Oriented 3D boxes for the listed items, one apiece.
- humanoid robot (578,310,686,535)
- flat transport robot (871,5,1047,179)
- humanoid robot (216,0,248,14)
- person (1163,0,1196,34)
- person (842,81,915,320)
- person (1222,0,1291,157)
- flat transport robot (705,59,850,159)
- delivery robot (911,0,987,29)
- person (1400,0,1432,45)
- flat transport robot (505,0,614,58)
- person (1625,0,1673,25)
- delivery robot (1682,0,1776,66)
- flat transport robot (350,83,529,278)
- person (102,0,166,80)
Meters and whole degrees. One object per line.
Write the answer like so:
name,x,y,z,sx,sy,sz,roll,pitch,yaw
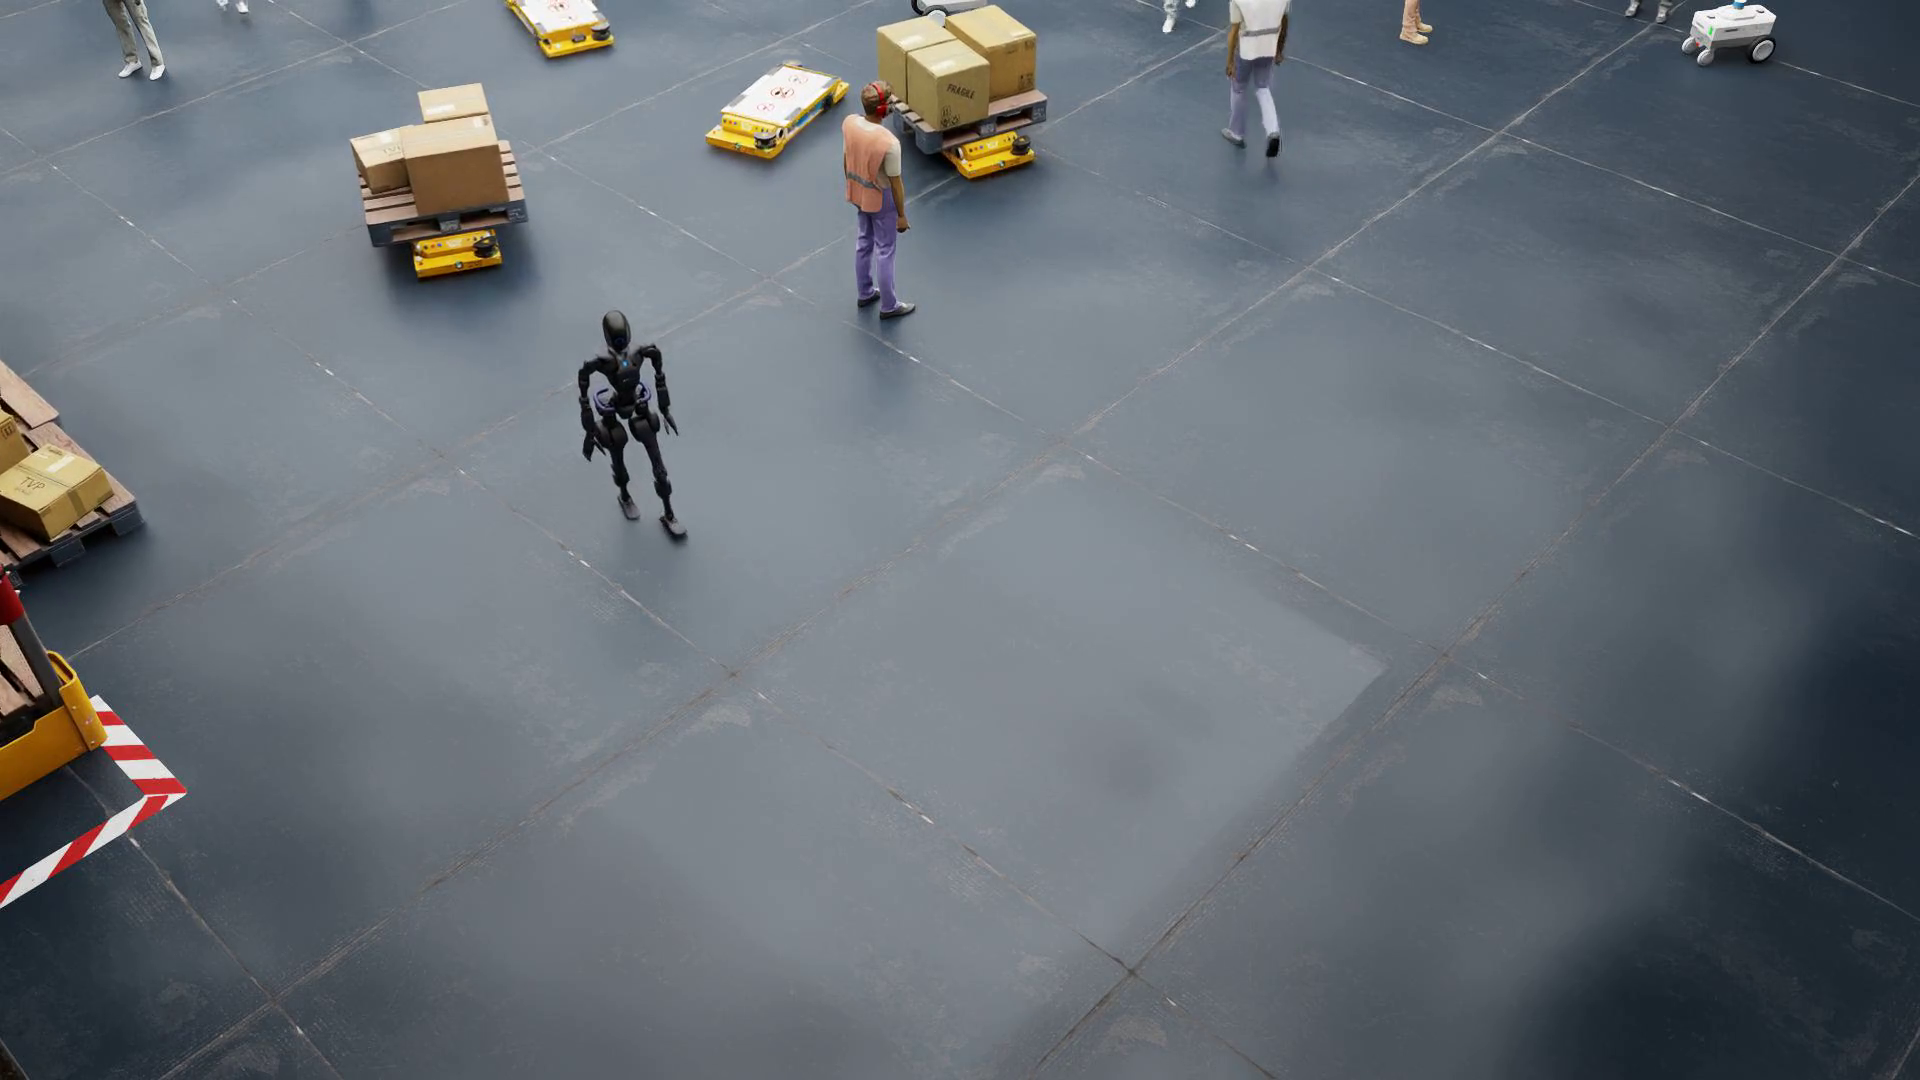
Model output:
humanoid robot,-2.052,-0.732,10.292,0.612,1.637,0.600,-20,46,-21
flat transport robot,-0.003,-3.618,14.547,0.659,0.231,1.431,-21,46,-22
humanoid robot,-7.155,-5.837,15.915,0.543,1.755,0.942,-22,46,-23
person,2.197,-5.820,15.923,0.497,1.711,0.836,12,43,13
person,-0.612,-2.451,12.072,0.376,1.843,0.571,-33,51,-31
person,2.480,-4.058,13.877,0.569,1.818,0.661,-13,44,-14
flat transport robot,-1.609,-3.845,14.799,0.659,0.231,1.431,18,45,19
delivery robot,-0.082,-5.312,16.199,0.747,0.572,0.499,-10,43,-11
person,4.413,-5.550,15.589,0.320,1.747,0.475,16,44,17
flat transport robot,-3.925,-5.119,16.215,0.659,0.231,1.431,-20,46,-21
person,6.791,-5.895,15.913,0.570,1.830,0.405,20,46,21
delivery robot,7.270,-4.792,15.653,0.815,0.614,0.499,-9,43,-10
flat transport robot,-4.131,-2.605,13.422,0.659,0.231,1.431,-13,44,-14
person,-7.612,-4.975,15.027,0.513,1.644,0.306,8,43,9
